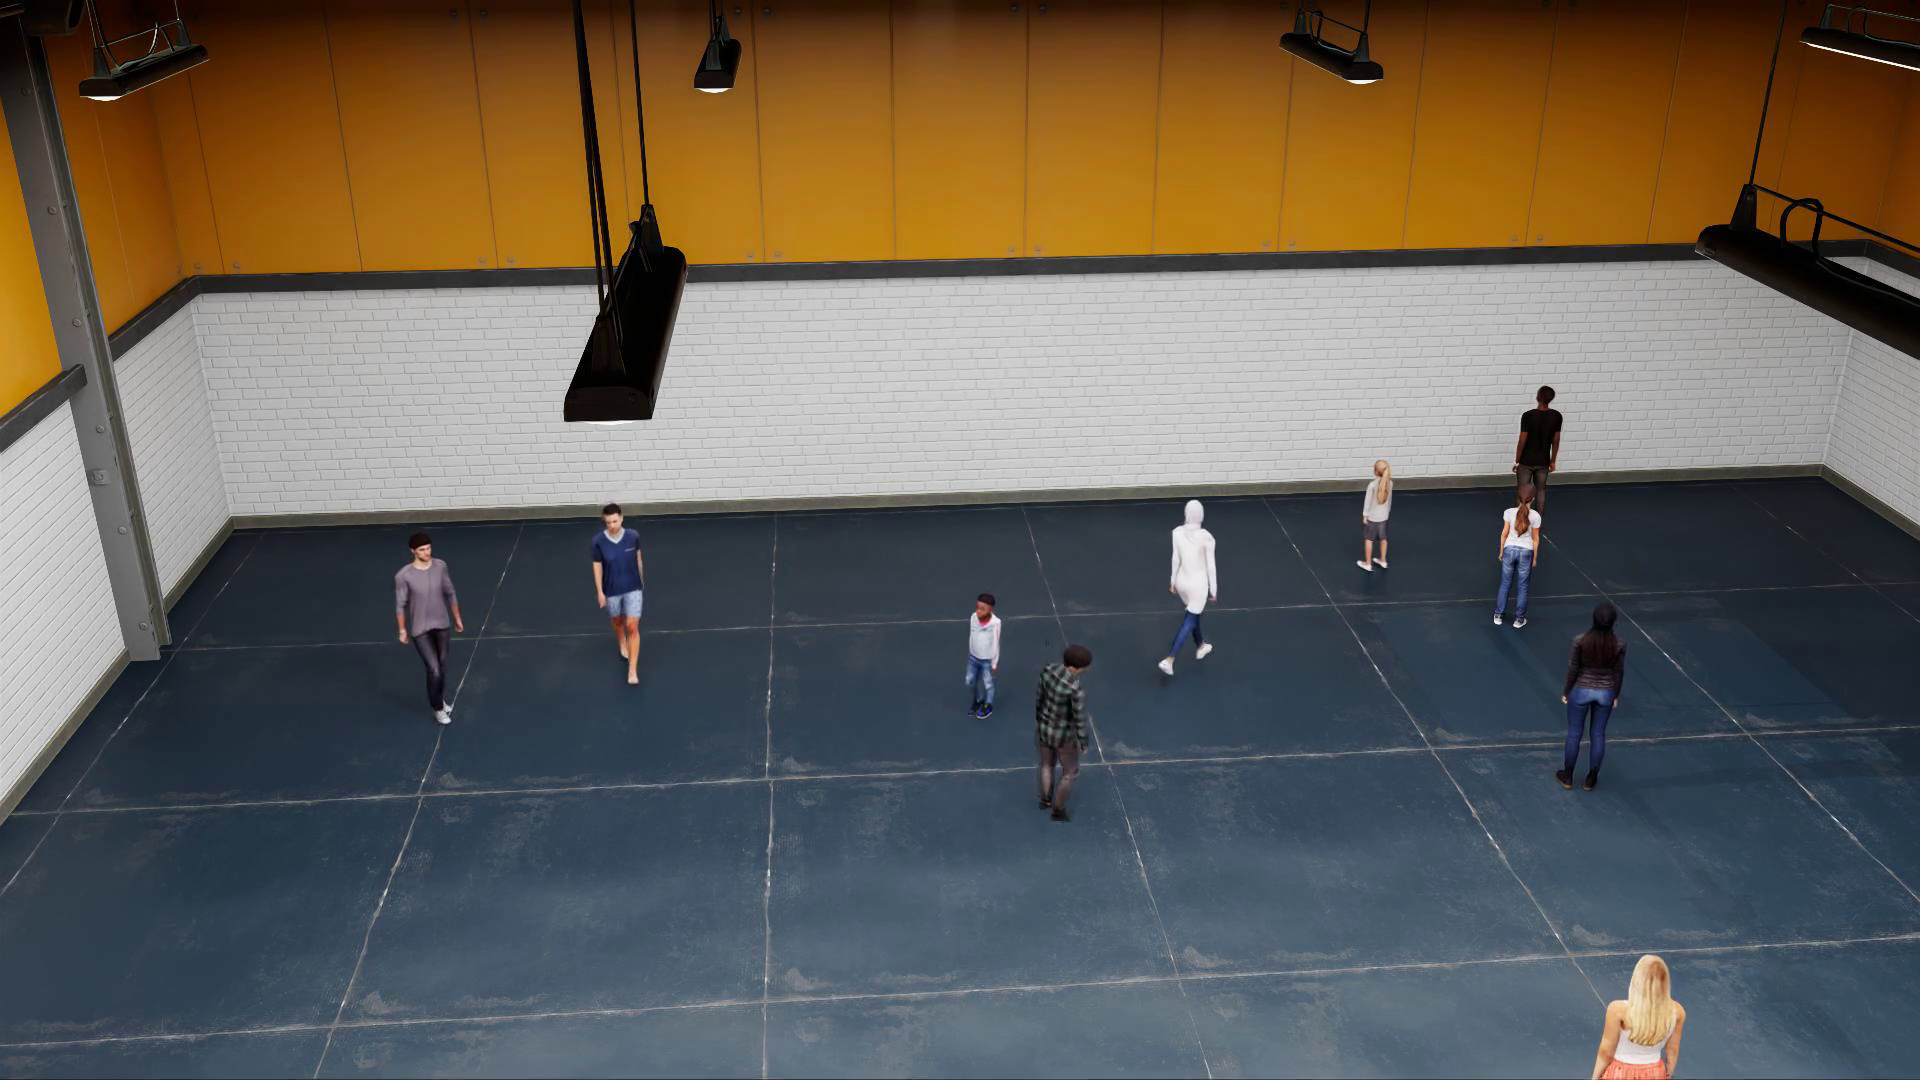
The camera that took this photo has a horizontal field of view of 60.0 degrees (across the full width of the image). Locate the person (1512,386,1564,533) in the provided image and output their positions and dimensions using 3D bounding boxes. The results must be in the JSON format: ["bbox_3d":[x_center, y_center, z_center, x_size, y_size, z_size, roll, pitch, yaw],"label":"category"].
[{"bbox_3d":[6.665,-0.927,19.282,0.668,1.803,0.557,1,24,1],"label":"person"}]

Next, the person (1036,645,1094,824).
[{"bbox_3d":[0.788,1.579,13.917,0.801,1.681,0.861,13,27,26],"label":"person"}]

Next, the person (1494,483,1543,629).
[{"bbox_3d":[5.757,0.140,17.140,0.625,1.563,0.662,12,27,26],"label":"person"}]

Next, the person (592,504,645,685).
[{"bbox_3d":[-3.293,0.441,16.175,0.709,1.785,1.201,-5,24,-12],"label":"person"}]

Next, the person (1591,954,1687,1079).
[{"bbox_3d":[3.958,3.220,9.796,0.661,1.802,0.617,1,24,3],"label":"person"}]

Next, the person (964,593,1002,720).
[{"bbox_3d":[0.258,1.045,15.452,0.592,1.256,0.644,15,28,31],"label":"person"}]

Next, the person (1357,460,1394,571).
[{"bbox_3d":[4.642,-0.288,18.481,0.571,1.272,0.593,-9,25,-20],"label":"person"}]

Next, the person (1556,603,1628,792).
[{"bbox_3d":[5.386,1.332,14.183,0.676,1.747,0.649,4,24,10],"label":"person"}]

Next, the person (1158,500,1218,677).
[{"bbox_3d":[2.198,0.500,16.101,1.150,1.734,1.204,19,30,37],"label":"person"}]

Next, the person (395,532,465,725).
[{"bbox_3d":[-4.948,0.764,15.372,0.944,1.836,0.886,20,30,38],"label":"person"}]
